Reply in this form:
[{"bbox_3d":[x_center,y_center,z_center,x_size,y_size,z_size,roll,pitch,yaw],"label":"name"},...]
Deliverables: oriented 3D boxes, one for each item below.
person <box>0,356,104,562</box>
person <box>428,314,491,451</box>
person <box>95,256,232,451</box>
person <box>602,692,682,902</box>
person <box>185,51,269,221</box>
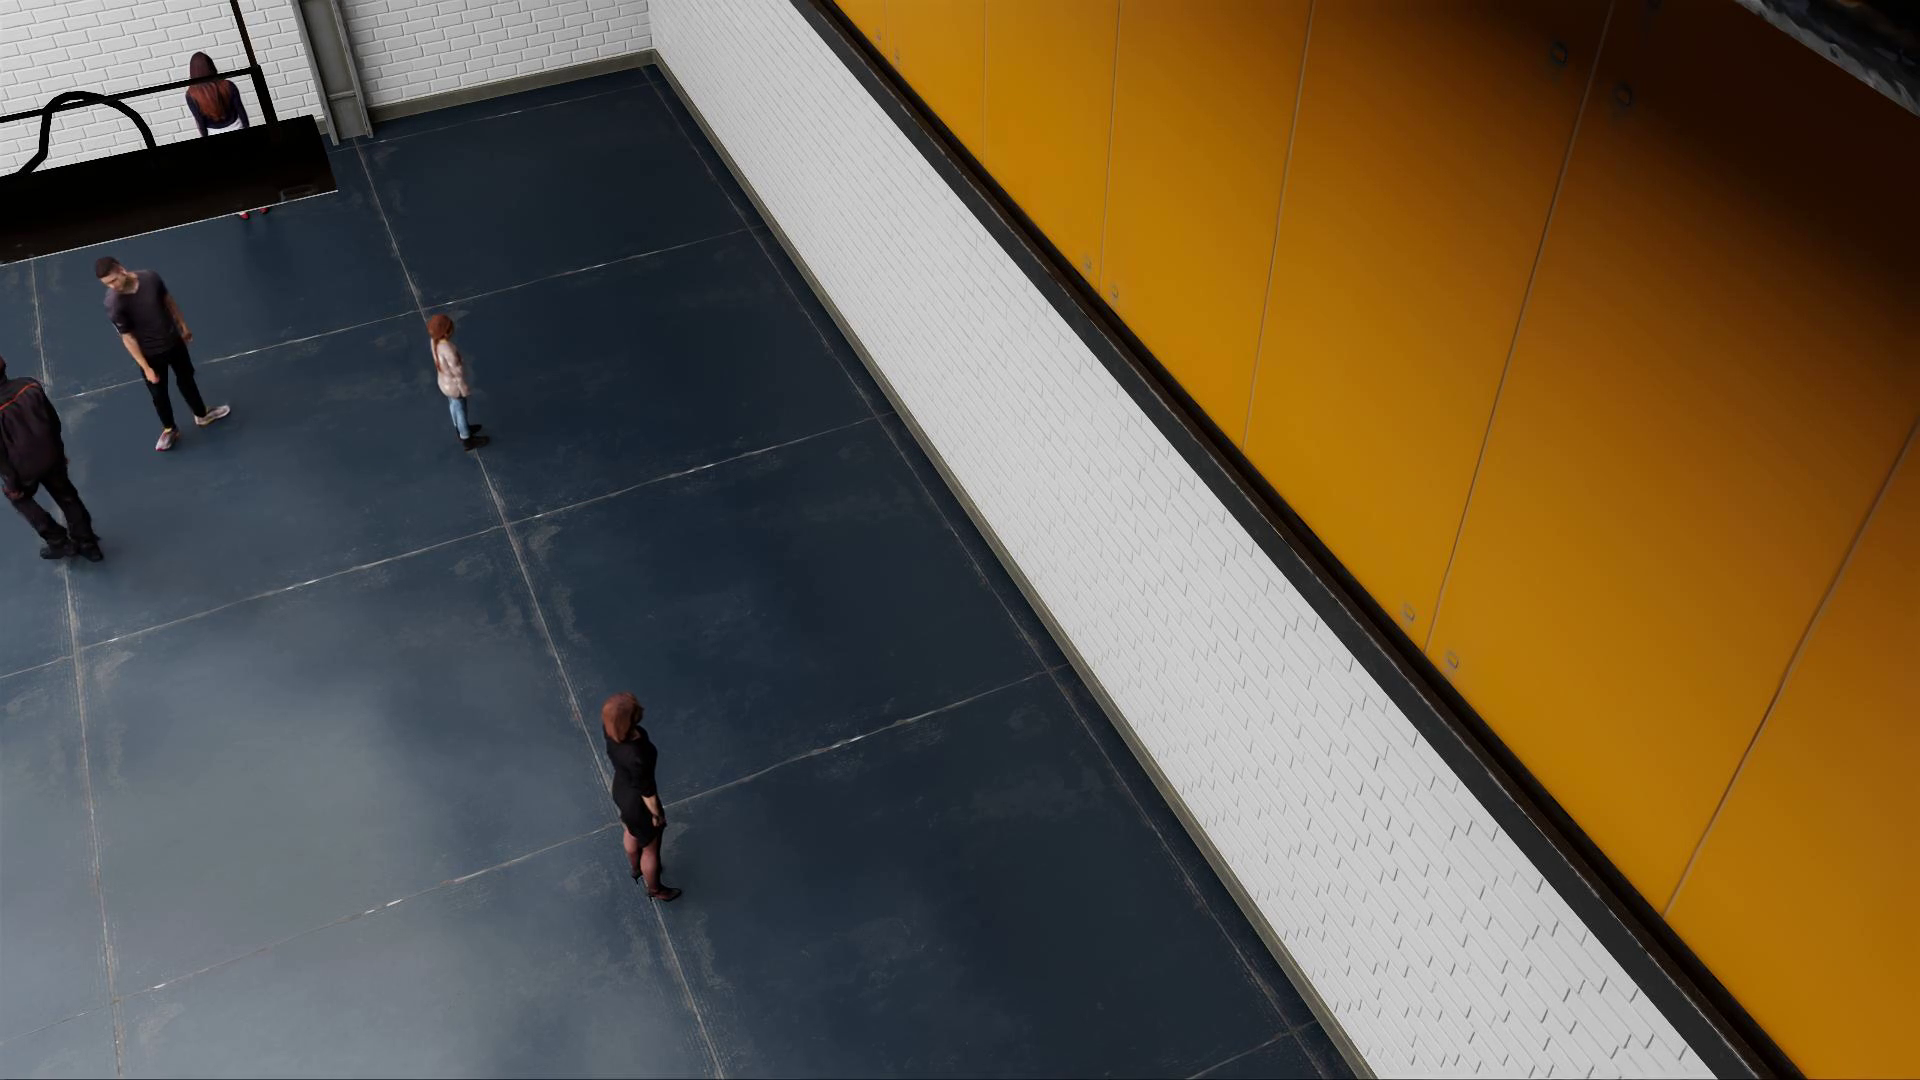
[{"bbox_3d":[-6.330,-0.519,11.489,0.928,1.811,0.847,21,47,20],"label":"person"},{"bbox_3d":[-3.863,-1.207,12.659,0.508,1.193,0.518,-26,49,-25],"label":"person"},{"bbox_3d":[-6.030,-1.515,12.593,0.915,1.731,0.785,10,44,10],"label":"person"},{"bbox_3d":[-1.839,1.467,9.482,0.548,1.705,0.620,-26,49,-24],"label":"person"},{"bbox_3d":[-6.571,-3.625,14.897,0.502,1.608,0.682,-23,48,-22],"label":"person"}]
